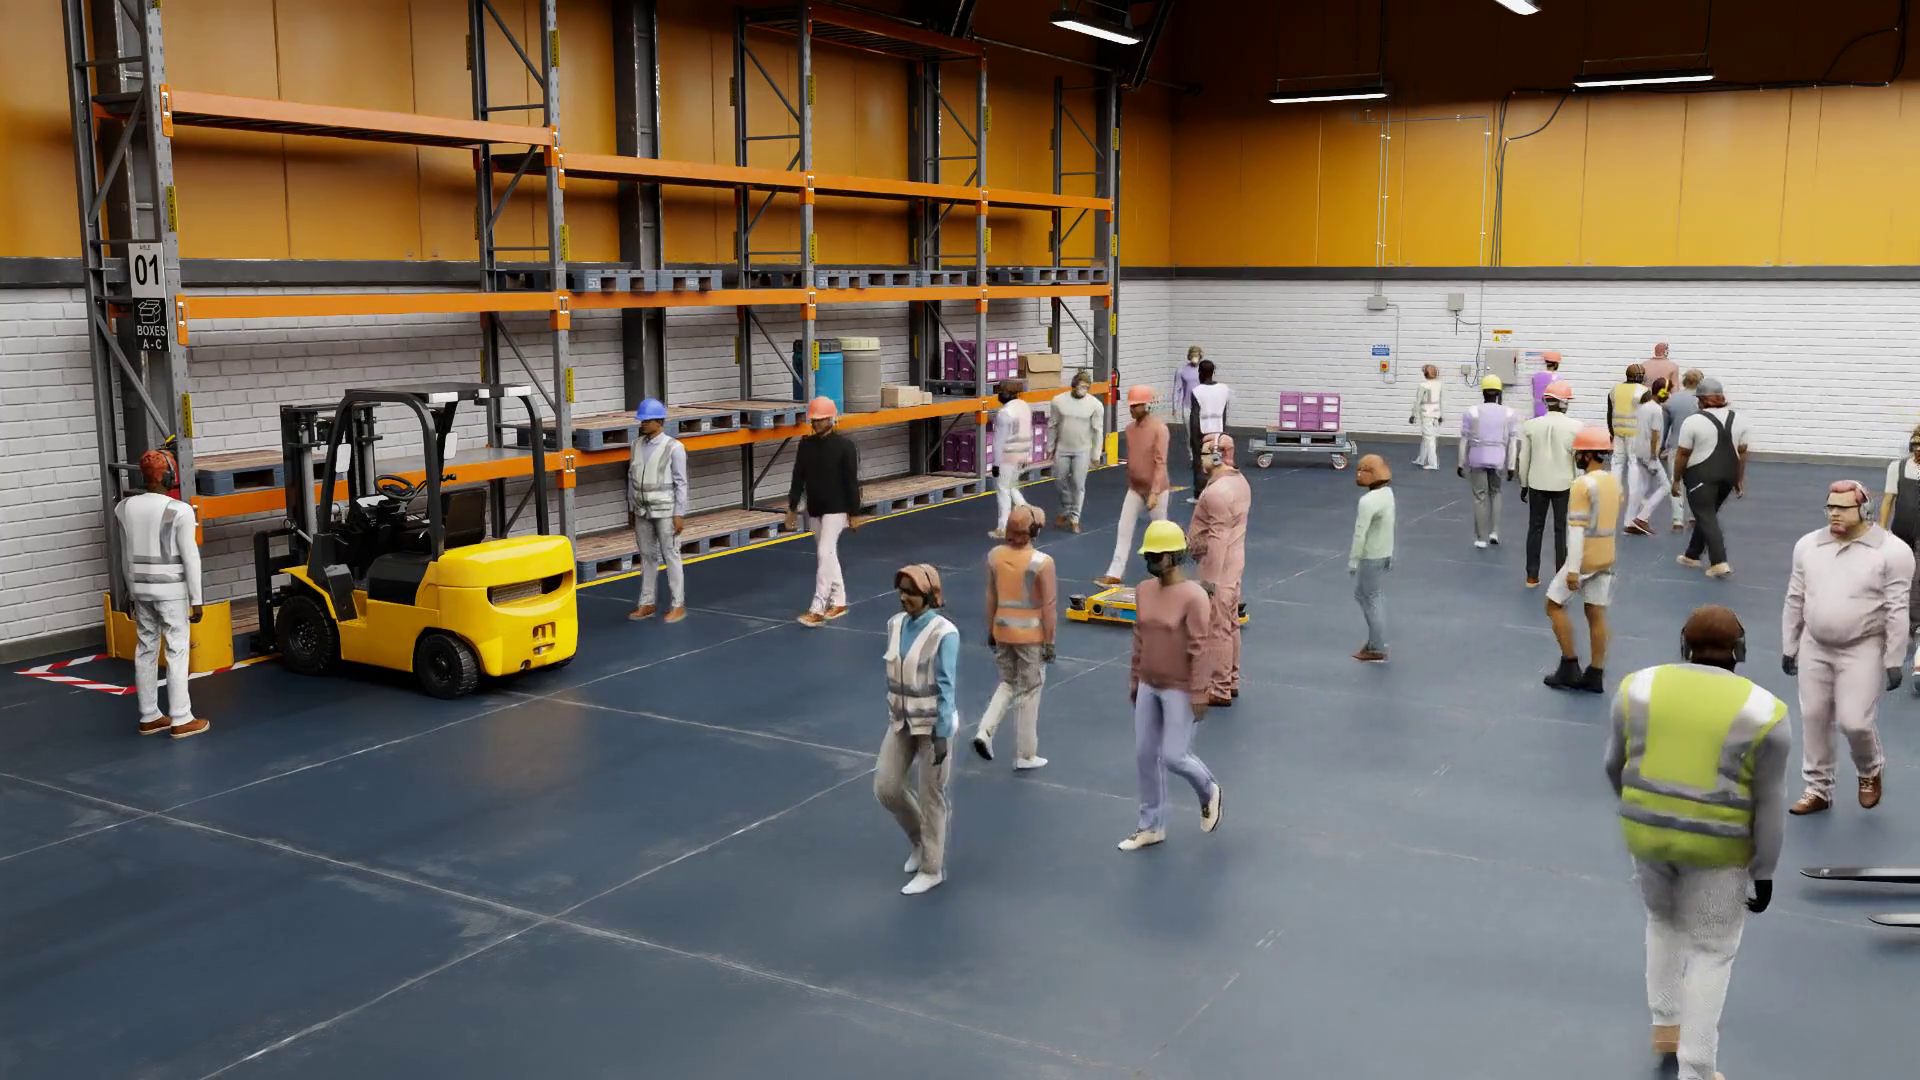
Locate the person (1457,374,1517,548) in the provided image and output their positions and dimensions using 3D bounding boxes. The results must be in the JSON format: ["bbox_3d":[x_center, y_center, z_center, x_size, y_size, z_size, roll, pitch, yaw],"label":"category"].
[{"bbox_3d":[5.785,-0.867,18.317,0.587,1.908,0.578,1,9,4],"label":"person"}]

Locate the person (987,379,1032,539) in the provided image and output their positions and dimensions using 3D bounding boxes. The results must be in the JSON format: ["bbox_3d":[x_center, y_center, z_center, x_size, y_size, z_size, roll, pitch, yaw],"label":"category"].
[{"bbox_3d":[0.564,-0.911,18.831,0.437,1.823,0.639,6,11,31],"label":"person"}]

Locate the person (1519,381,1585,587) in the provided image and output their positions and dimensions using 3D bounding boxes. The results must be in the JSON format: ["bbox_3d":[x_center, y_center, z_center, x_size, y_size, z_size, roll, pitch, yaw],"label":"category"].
[{"bbox_3d":[5.652,-0.522,15.885,0.612,1.991,0.392,6,11,33],"label":"person"}]

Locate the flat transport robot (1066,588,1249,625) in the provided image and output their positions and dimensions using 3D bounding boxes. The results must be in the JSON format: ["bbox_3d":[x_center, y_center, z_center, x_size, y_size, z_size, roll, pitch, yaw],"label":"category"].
[{"bbox_3d":[1.693,0.593,14.281,1.431,0.197,0.652,5,11,30],"label":"flat transport robot"}]

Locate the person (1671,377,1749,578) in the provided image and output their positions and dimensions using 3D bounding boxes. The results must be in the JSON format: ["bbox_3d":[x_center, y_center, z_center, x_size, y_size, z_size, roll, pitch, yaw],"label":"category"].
[{"bbox_3d":[7.516,-0.668,16.646,0.685,2.000,1.044,-2,9,-13],"label":"person"}]

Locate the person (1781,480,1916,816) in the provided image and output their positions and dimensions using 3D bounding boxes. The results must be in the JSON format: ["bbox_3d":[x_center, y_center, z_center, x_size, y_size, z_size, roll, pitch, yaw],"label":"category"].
[{"bbox_3d":[4.872,0.603,9.183,0.473,1.889,0.665,-7,11,-36],"label":"person"}]

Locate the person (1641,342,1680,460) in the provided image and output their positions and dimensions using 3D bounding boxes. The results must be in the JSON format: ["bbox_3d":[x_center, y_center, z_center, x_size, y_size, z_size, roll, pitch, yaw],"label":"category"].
[{"bbox_3d":[11.290,-2.238,26.872,0.649,1.904,0.401,8,12,42],"label":"person"}]

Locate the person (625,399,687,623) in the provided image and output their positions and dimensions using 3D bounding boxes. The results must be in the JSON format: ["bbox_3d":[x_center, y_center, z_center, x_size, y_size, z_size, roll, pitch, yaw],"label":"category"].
[{"bbox_3d":[-2.614,-0.241,14.352,0.618,1.949,0.546,5,10,29],"label":"person"}]

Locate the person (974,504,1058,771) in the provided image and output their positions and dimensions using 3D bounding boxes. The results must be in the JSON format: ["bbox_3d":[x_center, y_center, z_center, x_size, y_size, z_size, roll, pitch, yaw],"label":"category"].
[{"bbox_3d":[0.347,0.601,10.010,0.515,1.632,0.413,9,12,43],"label":"person"}]

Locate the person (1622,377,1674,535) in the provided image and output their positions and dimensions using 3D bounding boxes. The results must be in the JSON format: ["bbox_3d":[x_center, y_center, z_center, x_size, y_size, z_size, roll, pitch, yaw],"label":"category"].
[{"bbox_3d":[7.881,-0.942,19.026,0.514,1.829,0.596,0,9,0],"label":"person"}]

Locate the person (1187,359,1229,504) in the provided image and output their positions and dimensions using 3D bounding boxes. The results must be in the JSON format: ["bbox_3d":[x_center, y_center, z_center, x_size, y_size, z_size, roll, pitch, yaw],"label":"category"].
[{"bbox_3d":[3.232,-1.382,21.521,0.608,1.903,0.689,-5,10,-28],"label":"person"}]

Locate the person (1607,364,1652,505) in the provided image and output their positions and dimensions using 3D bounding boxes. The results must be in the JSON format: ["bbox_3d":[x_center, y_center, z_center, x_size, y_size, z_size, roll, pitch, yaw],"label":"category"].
[{"bbox_3d":[8.742,-1.375,21.676,0.429,1.842,0.629,-5,11,-31],"label":"person"}]

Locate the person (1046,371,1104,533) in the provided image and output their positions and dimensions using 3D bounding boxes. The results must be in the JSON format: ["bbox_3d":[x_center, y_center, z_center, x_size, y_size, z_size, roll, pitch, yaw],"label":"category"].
[{"bbox_3d":[1.354,-1.028,19.359,0.690,1.895,0.674,3,9,16],"label":"person"}]

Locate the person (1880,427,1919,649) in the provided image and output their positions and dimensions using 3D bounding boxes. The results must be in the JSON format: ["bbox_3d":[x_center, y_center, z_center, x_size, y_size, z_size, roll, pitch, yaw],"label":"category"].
[{"bbox_3d":[7.792,-0.044,13.553,1.003,1.794,0.505,-9,13,-43],"label":"person"}]

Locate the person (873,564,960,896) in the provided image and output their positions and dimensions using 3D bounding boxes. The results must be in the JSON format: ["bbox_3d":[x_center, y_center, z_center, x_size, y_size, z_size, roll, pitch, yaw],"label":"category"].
[{"bbox_3d":[-0.201,0.919,8.040,0.518,1.625,0.365,9,13,44],"label":"person"}]

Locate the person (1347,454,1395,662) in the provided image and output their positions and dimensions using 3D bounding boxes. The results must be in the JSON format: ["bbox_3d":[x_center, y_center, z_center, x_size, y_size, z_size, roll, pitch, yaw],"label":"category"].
[{"bbox_3d":[3.164,0.141,12.880,0.387,1.615,0.531,6,11,35],"label":"person"}]

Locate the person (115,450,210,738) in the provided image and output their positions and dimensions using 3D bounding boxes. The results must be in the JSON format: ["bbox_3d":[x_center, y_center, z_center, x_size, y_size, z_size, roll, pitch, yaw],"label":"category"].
[{"bbox_3d":[-5.173,0.354,10.800,0.568,1.879,0.352,2,9,13],"label":"person"}]

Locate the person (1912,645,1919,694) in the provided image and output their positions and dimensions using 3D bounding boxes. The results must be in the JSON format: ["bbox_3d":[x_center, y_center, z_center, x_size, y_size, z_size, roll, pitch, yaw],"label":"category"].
[{"bbox_3d":[7.110,0.315,11.862,0.768,1.608,0.501,-7,11,-37],"label":"person"}]

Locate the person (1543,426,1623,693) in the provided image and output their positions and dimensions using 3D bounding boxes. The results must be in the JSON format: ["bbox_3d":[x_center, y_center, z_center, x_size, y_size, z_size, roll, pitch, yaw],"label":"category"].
[{"bbox_3d":[4.469,0.137,11.984,0.586,1.919,0.549,-6,11,-35],"label":"person"}]

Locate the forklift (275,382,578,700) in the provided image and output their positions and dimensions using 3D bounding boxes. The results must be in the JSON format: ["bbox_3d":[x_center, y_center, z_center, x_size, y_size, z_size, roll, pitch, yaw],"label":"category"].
[{"bbox_3d":[-3.974,-0.067,12.417,2.313,2.155,1.214,5,11,30],"label":"forklift"}]

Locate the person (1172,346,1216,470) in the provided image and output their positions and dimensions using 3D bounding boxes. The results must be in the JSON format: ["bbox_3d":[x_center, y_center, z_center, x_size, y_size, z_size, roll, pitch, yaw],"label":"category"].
[{"bbox_3d":[3.585,-2.021,25.559,0.661,1.885,1.008,3,10,17],"label":"person"}]

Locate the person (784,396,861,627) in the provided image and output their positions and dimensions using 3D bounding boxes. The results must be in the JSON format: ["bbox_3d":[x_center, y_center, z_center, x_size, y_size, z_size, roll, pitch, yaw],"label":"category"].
[{"bbox_3d":[-1.241,-0.238,14.234,0.620,1.959,0.921,7,11,37],"label":"person"}]

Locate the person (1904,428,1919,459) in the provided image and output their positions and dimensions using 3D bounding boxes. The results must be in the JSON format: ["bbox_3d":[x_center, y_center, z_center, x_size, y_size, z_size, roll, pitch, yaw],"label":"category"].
[{"bbox_3d":[9.529,-0.484,16.465,0.495,1.725,0.525,1,9,4],"label":"person"}]

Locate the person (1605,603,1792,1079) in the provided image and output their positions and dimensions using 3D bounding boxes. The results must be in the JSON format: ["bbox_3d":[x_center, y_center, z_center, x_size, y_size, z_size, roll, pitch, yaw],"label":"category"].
[{"bbox_3d":[2.706,1.138,6.169,0.642,1.794,0.664,8,12,40],"label":"person"}]

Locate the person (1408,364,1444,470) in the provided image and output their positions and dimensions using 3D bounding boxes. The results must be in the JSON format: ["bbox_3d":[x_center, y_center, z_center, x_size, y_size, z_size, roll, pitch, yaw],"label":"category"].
[{"bbox_3d":[7.142,-1.894,25.644,0.518,1.613,0.729,-7,11,-35],"label":"person"}]

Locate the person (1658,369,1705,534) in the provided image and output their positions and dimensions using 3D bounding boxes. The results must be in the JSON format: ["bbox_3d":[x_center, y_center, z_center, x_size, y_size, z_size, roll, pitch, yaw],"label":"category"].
[{"bbox_3d":[8.509,-1.050,19.461,0.653,1.891,0.973,5,10,27],"label":"person"}]

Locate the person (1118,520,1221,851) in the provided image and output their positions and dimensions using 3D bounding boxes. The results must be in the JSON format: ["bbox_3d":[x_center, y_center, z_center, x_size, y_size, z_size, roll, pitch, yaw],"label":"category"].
[{"bbox_3d":[1.107,0.755,8.663,0.513,1.752,0.544,-7,12,-38],"label":"person"}]

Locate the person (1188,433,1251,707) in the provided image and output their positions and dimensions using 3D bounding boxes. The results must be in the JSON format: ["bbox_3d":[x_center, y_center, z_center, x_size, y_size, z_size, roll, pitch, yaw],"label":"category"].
[{"bbox_3d":[1.789,0.205,11.617,0.406,1.904,0.654,4,10,22],"label":"person"}]

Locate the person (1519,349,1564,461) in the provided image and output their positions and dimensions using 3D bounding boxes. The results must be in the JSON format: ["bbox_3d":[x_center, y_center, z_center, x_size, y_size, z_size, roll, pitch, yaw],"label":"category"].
[{"bbox_3d":[8.559,-1.841,24.359,0.696,1.916,0.554,-6,11,-31],"label":"person"}]

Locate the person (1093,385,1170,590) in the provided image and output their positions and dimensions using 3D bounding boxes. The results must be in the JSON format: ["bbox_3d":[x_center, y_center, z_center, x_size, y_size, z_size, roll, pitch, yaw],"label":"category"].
[{"bbox_3d":[1.674,-0.474,15.670,0.922,1.952,0.635,-7,11,-37],"label":"person"}]
